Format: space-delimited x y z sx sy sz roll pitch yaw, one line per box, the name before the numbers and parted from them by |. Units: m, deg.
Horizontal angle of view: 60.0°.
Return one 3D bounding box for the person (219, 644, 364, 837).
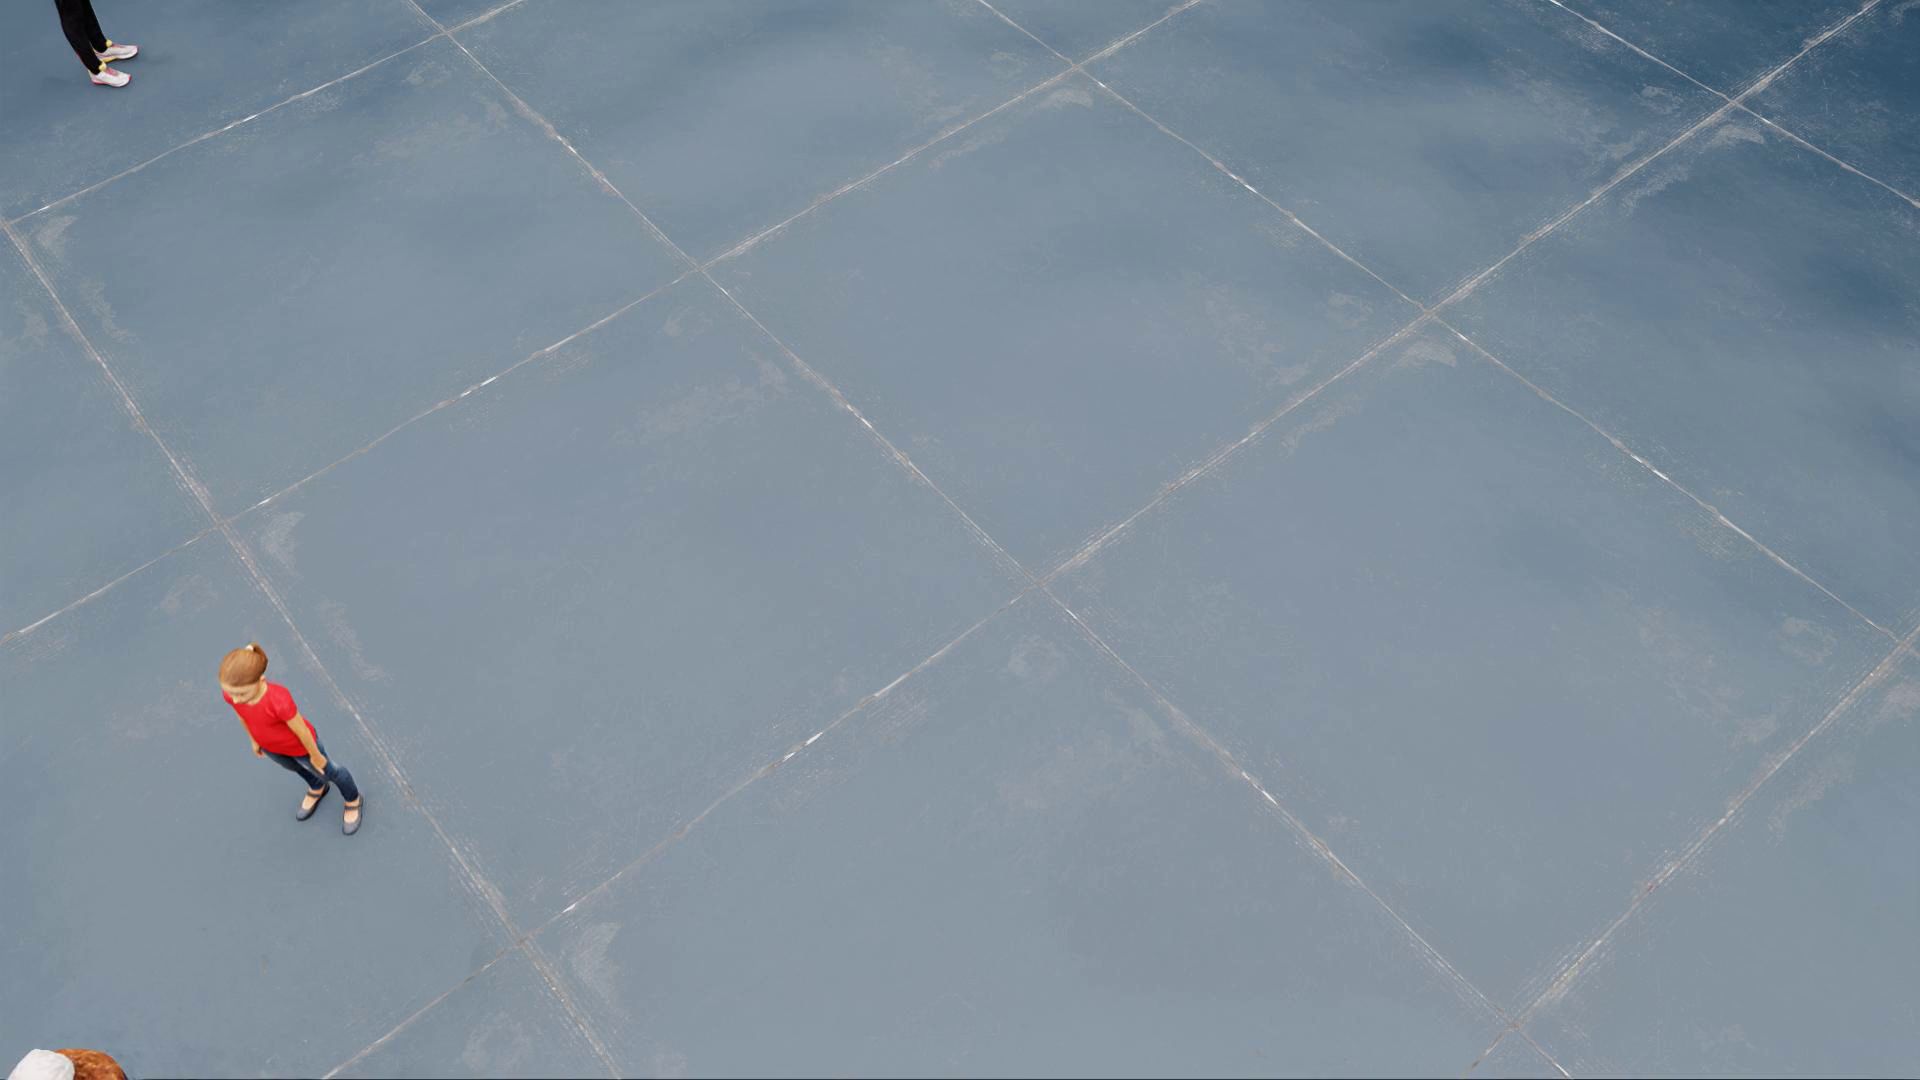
person | -2.852 0.834 7.071 0.559 1.305 0.593 14 54 11
